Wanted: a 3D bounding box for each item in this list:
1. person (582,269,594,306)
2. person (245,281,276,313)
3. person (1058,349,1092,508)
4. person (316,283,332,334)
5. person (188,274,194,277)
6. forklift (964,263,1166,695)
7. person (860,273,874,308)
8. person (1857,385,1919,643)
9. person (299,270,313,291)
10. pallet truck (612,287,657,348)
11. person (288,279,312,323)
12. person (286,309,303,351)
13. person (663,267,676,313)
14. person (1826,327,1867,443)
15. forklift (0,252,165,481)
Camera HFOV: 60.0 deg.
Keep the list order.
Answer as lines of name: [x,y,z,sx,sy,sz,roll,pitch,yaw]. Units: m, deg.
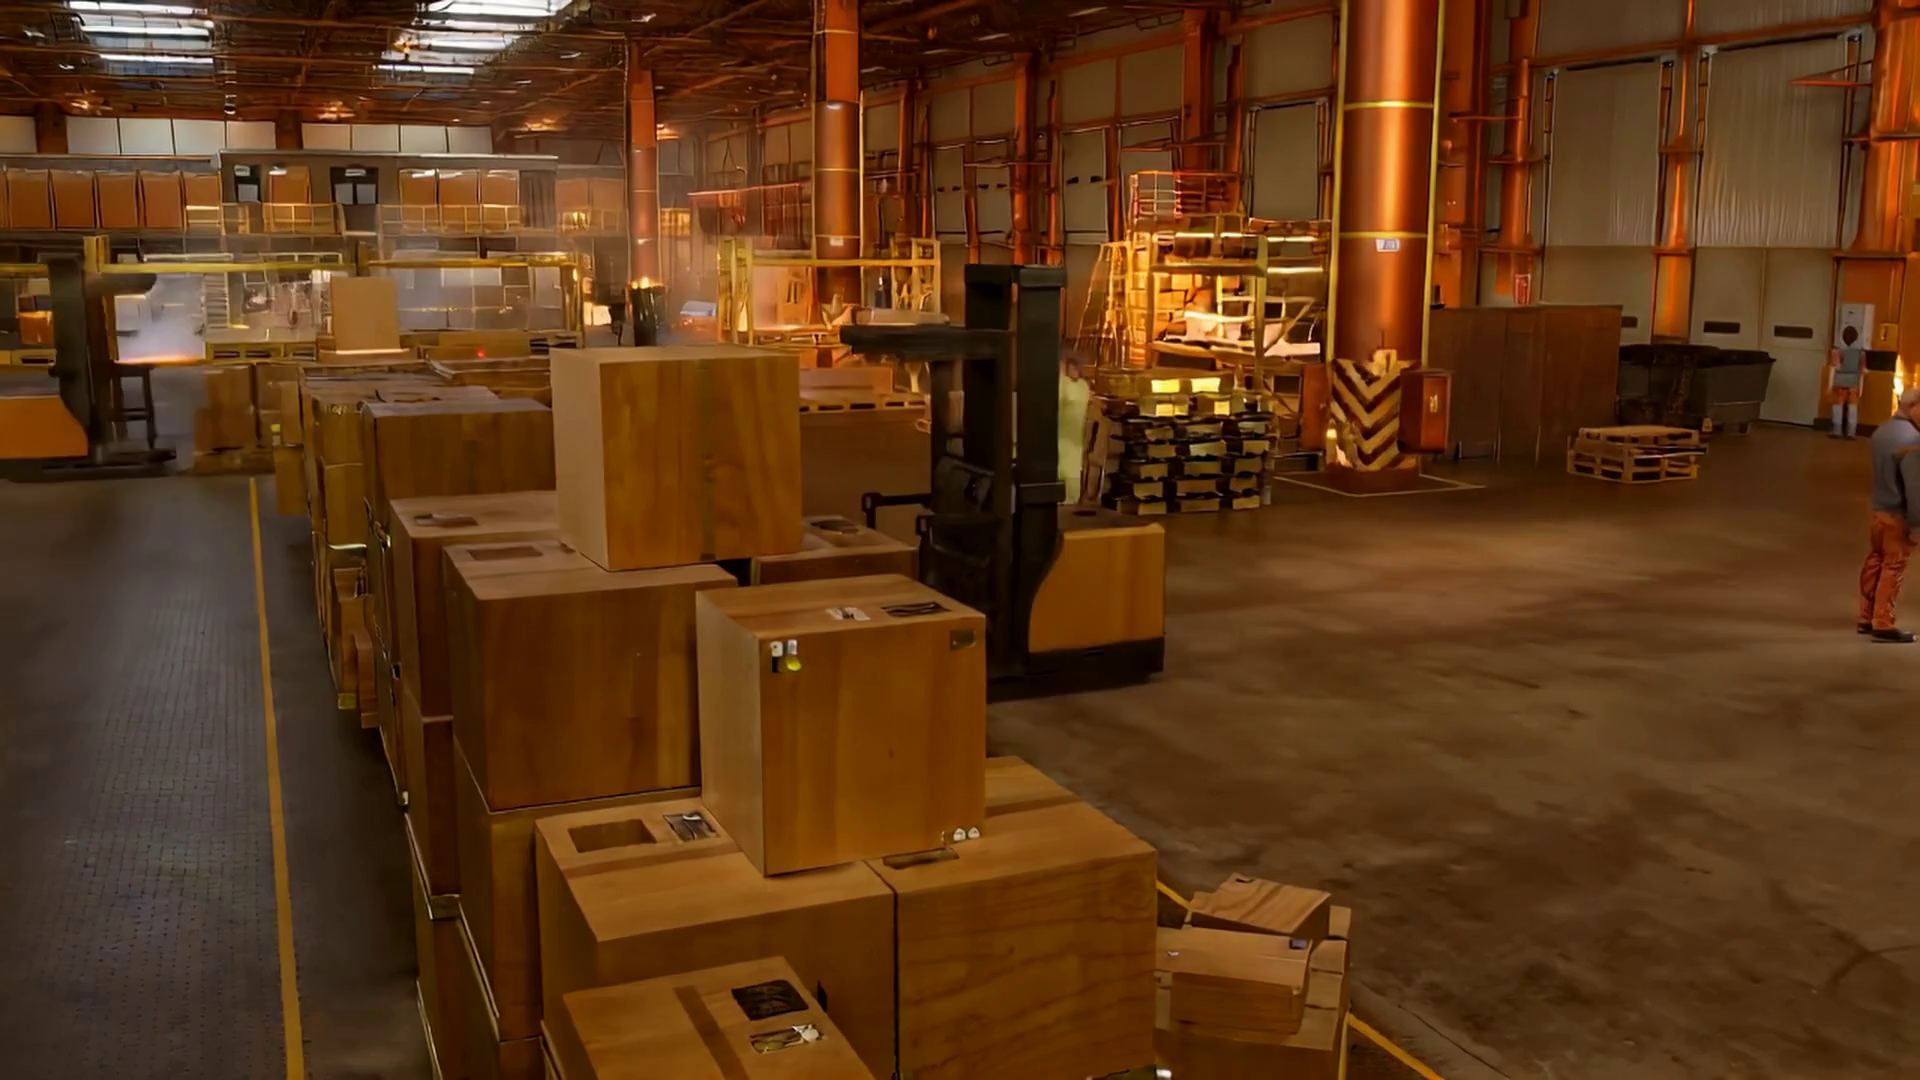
person: [-13.282,-8.698,59.337,0.584,1.903,0.407,8,13,37]
person: [-16.343,-5.068,38.931,0.684,2.000,0.805,0,10,2]
person: [1.128,-0.949,16.626,0.721,1.904,0.678,8,13,37]
person: [-15.855,-5.505,41.778,0.355,1.884,0.576,8,13,39]
person: [-25.005,-7.684,53.883,0.839,1.854,0.558,-5,11,-26]
forklift: [0.365,-0.447,11.149,1.873,2.768,1.129,-4,11,-23]
person: [-3.437,-8.697,59.668,0.630,1.792,0.997,-4,11,-19]
person: [6.968,-0.188,12.367,0.383,1.928,0.635,0,10,3]
person: [-21.464,-7.933,54.980,0.932,1.963,0.612,-6,12,-32]
pallet truck: [-6.464,-4.406,35.401,0.823,1.965,1.885,6,12,32]
person: [-17.227,-5.835,43.418,0.405,1.945,0.615,9,14,41]
person: [-11.227,-2.977,27.994,0.895,1.839,0.533,-4,11,-23]
person: [-11.722,-10.096,67.182,0.513,1.844,0.336,2,10,9]
person: [13.045,-2.275,24.488,0.537,1.696,0.321,0,10,-3]
forklift: [-11.176,-2.219,20.915,1.873,2.768,1.129,-4,11,-23]
